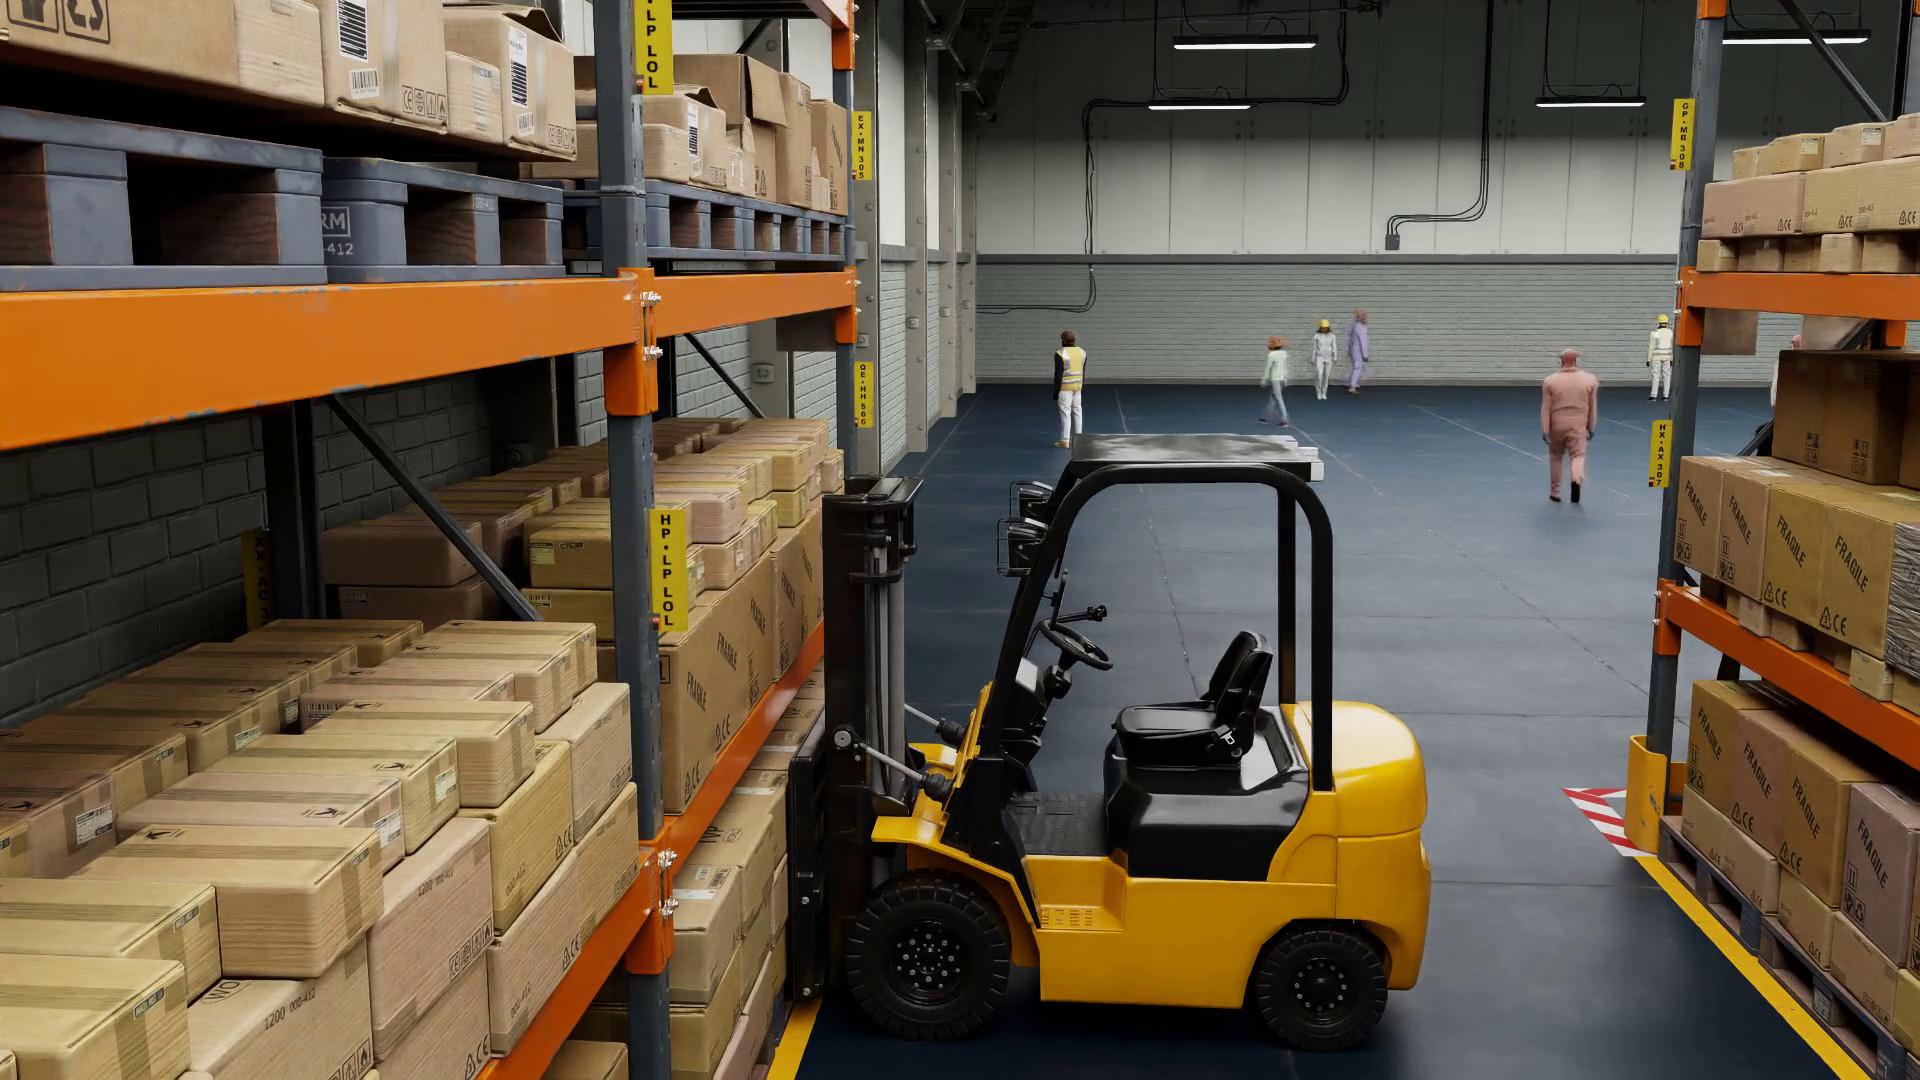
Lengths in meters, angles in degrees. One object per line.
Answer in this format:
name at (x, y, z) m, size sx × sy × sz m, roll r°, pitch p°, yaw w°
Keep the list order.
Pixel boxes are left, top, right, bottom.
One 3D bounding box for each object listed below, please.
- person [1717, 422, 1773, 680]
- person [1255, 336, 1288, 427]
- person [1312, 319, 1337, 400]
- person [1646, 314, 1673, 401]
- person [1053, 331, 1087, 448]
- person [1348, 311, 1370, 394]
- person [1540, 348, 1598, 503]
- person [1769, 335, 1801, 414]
person at (4.716, 0.278, 9.781) m, size 0.362 × 1.965 × 0.611 m, roll -8°, pitch 12°, yaw -39°
person at (5.565, -2.837, 29.739) m, size 0.813 × 1.593 × 0.515 m, roll 9°, pitch 13°, yaw 42°
person at (7.796, -3.845, 35.503) m, size 0.498 × 1.714 × 0.733 m, roll 0°, pitch 9°, yaw -2°
person at (14.808, -3.843, 35.158) m, size 0.588 × 1.834 × 0.403 m, roll 0°, pitch 9°, yaw -3°
person at (1.704, -2.378, 26.253) m, size 0.624 × 1.845 × 0.430 m, roll -8°, pitch 12°, yaw -38°
person at (8.903, -4.155, 36.995) m, size 0.492 × 1.863 × 0.739 m, roll 2°, pitch 10°, yaw 11°
person at (7.306, -1.368, 19.988) m, size 0.642 × 1.882 × 0.724 m, roll 3°, pitch 10°, yaw 16°
person at (11.855, -1.965, 23.622) m, size 0.680 × 1.879 × 0.661 m, roll 2°, pitch 10°, yaw 12°
